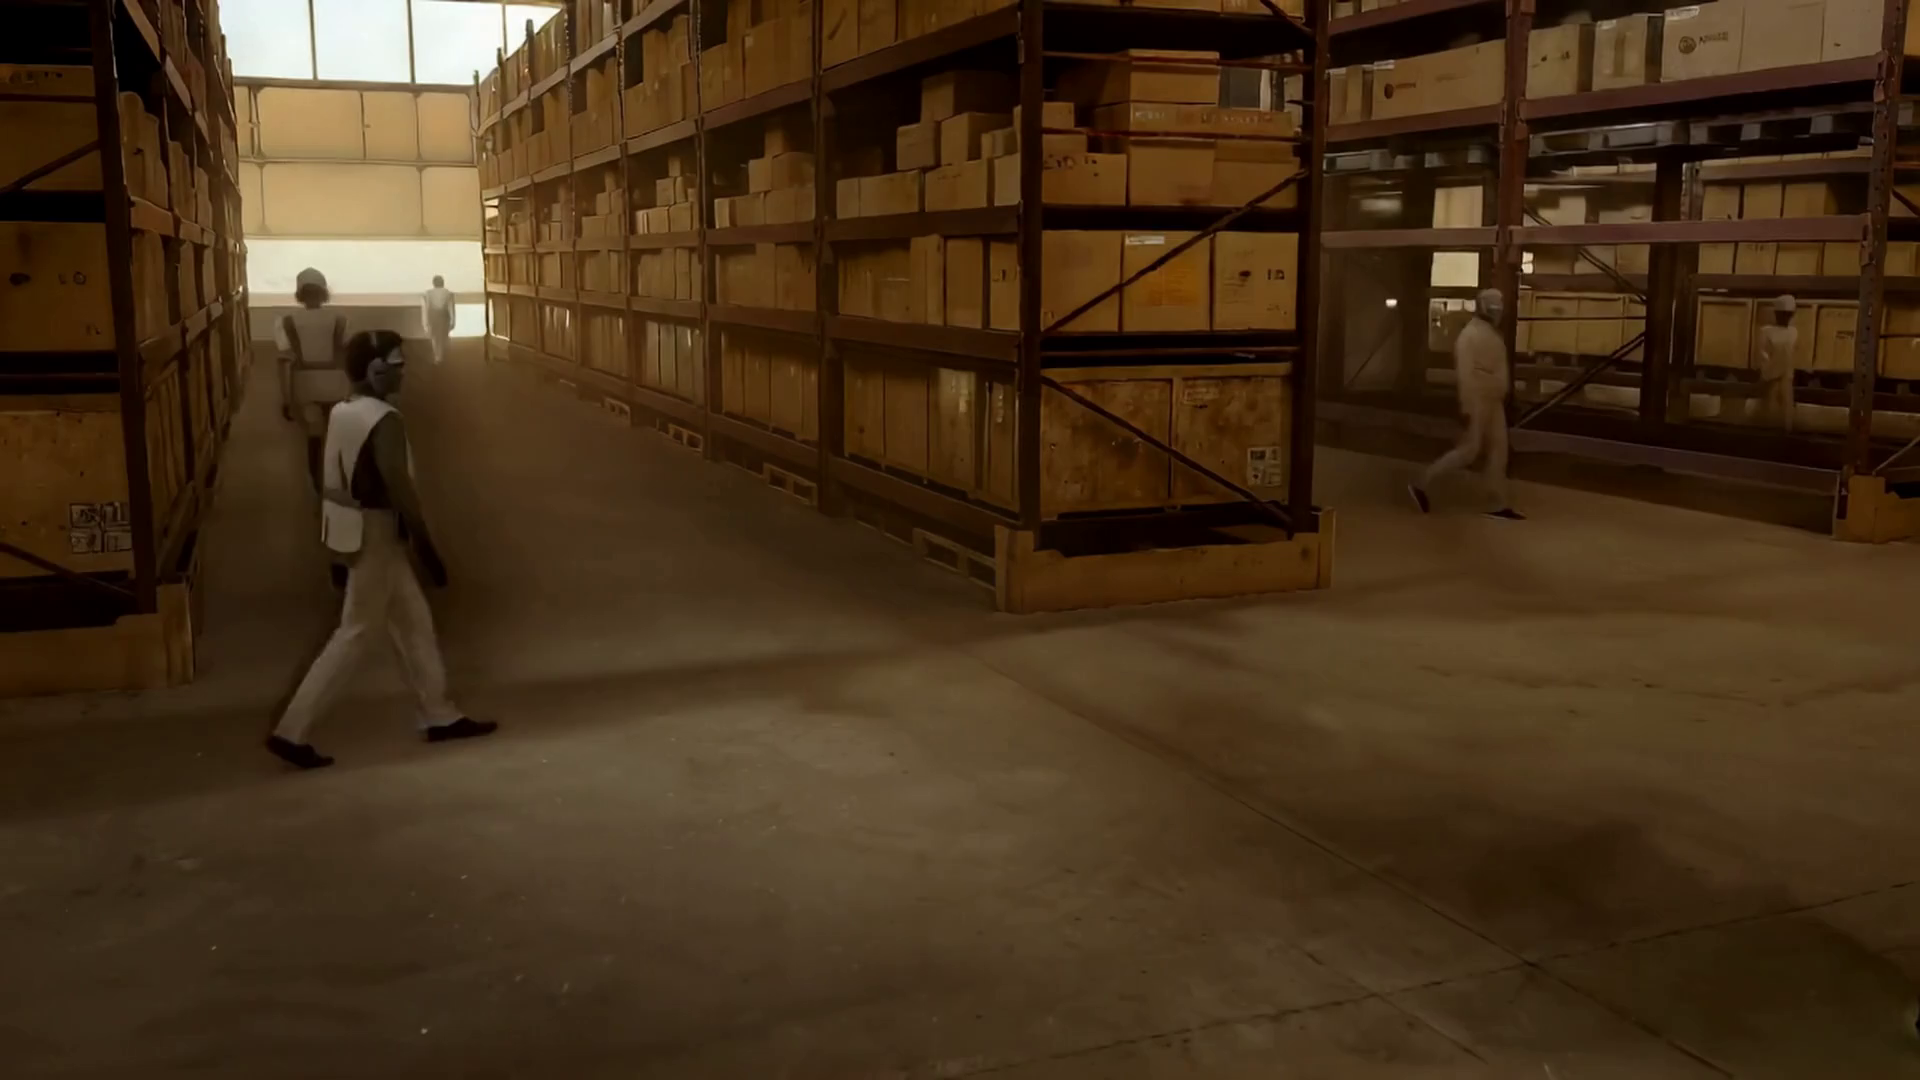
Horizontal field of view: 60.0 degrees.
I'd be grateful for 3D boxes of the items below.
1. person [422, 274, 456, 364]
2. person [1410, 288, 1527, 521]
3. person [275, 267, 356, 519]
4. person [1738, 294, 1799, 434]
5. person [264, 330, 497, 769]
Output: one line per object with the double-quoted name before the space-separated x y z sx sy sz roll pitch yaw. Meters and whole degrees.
"person" -10.653 -4.517 34.063 0.654 1.827 0.449 -2 10 -10
"person" 4.135 -1.093 13.424 0.853 1.881 0.653 7 12 36
"person" -5.183 -1.180 13.461 0.632 2.032 0.420 -4 10 -21
"person" 8.611 -1.737 17.658 0.525 1.739 0.791 -2 10 -12
"person" -2.471 0.030 6.924 0.968 1.807 0.564 -6 11 -33
